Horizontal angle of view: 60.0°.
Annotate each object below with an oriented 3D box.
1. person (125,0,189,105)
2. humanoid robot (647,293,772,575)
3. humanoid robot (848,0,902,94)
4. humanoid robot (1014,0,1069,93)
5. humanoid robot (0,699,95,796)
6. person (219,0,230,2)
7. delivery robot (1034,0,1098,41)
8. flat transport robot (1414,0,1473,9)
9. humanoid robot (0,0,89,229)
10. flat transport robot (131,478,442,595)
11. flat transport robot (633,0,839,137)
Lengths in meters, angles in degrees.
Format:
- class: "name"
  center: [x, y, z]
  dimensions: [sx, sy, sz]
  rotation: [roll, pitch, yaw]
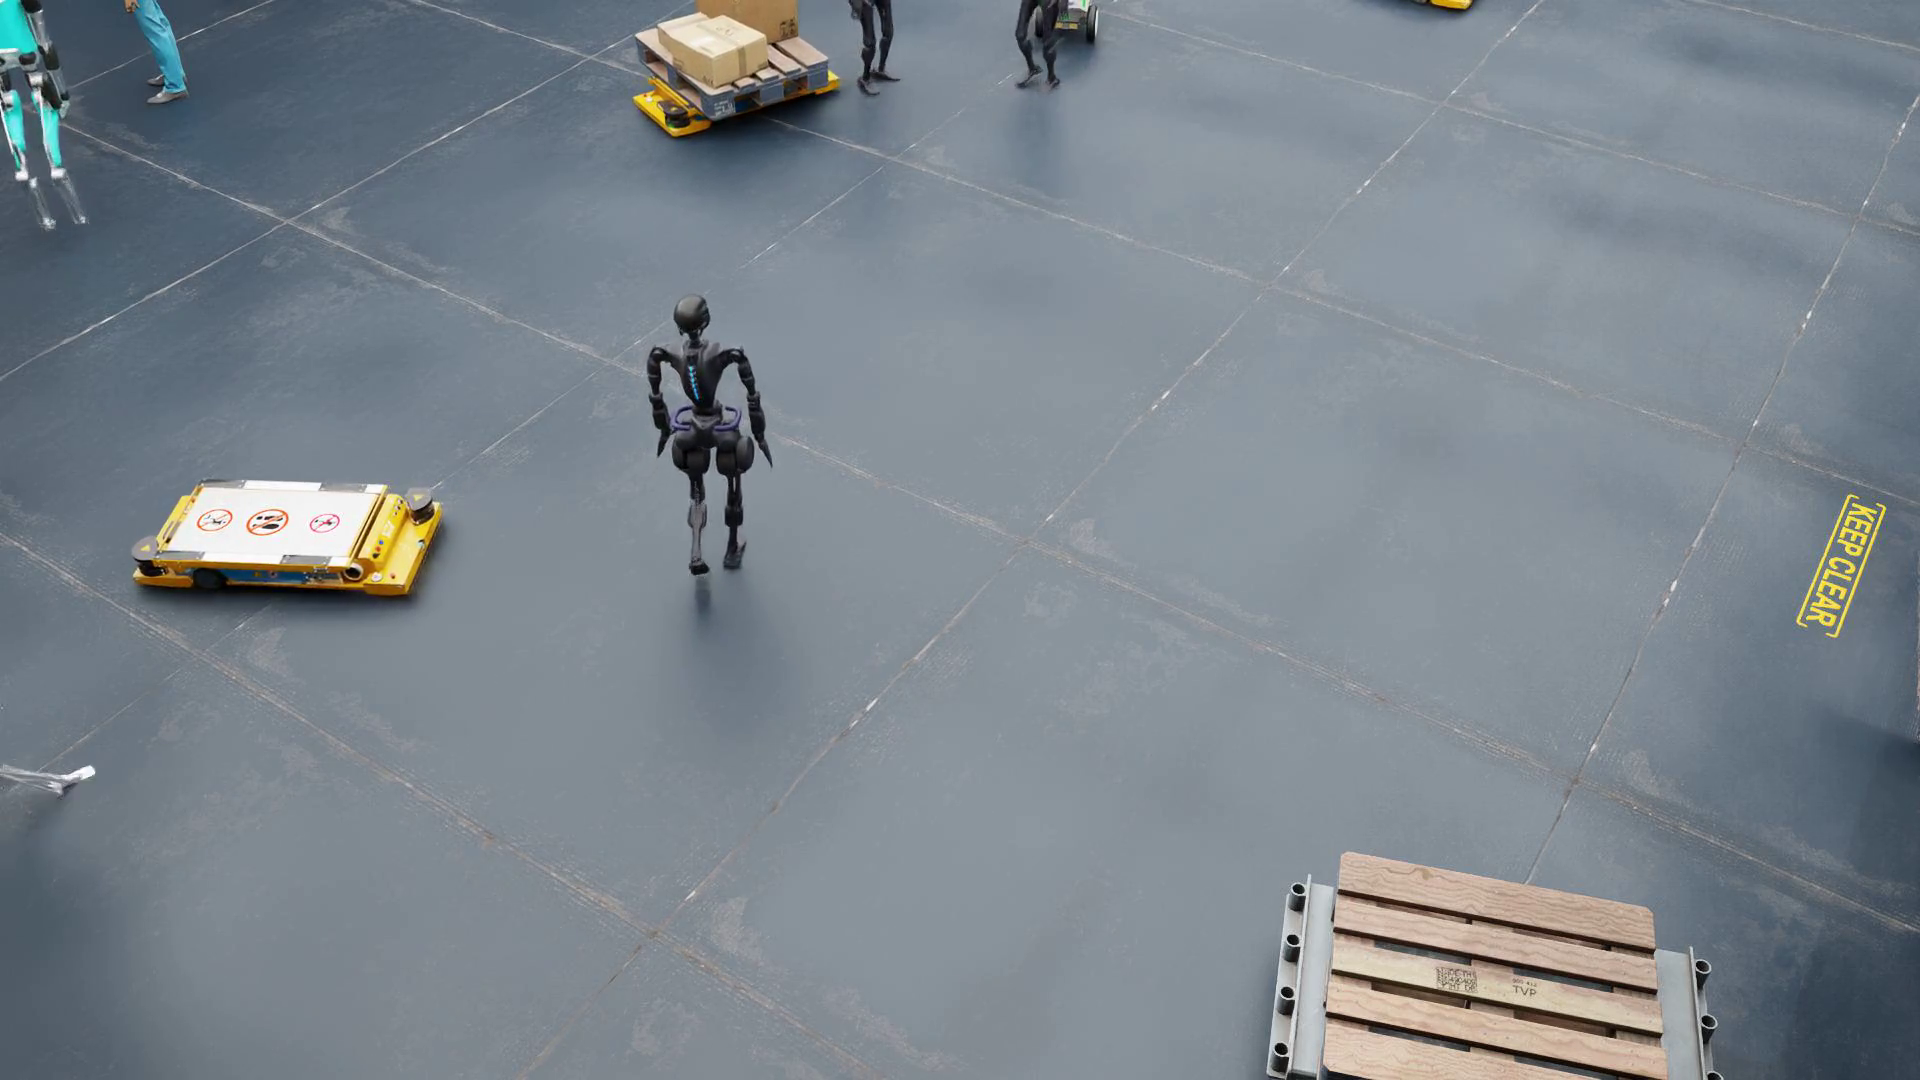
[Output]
- class: "person"
  center: [-6.056, -4.123, 12.215]
  dimensions: [0.391, 1.838, 0.563]
  rotation: [-12, 43, -13]
- class: "humanoid robot"
  center: [-1.252, -0.473, 8.253]
  dimensions: [0.599, 1.639, 0.483]
  rotation: [3, 42, 3]
- class: "humanoid robot"
  center: [-0.635, -4.167, 12.382]
  dimensions: [0.325, 1.656, 0.601]
  rotation: [25, 47, 25]
- class: "humanoid robot"
  center: [0.613, -4.142, 12.362]
  dimensions: [0.325, 1.652, 0.609]
  rotation: [-33, 51, -31]
- class: "humanoid robot"
  center: [-4.381, 0.640, 6.978]
  dimensions: [0.538, 1.779, 0.842]
  rotation: [28, 49, 28]
- class: "person"
  center: [-5.959, -5.288, 13.630]
  dimensions: [0.937, 1.693, 0.472]
  rotation: [-11, 43, -12]
- class: "delivery robot"
  center: [0.891, -4.418, 13.507]
  dimensions: [0.499, 0.592, 0.774]
  rotation: [6, 42, 6]
- class: "flat transport robot"
  center: [3.735, -4.875, 14.235]
  dimensions: [1.431, 0.231, 0.659]
  rotation: [19, 45, 20]
- class: "humanoid robot"
  center: [-6.119, -2.804, 10.841]
  dimensions: [0.536, 1.801, 0.752]
  rotation: [-7, 42, -7]
- class: "flat transport robot"
  center: [-3.549, -0.016, 8.797]
  dimensions: [1.431, 0.231, 0.659]
  rotation: [2, 42, 2]
- class: "flat transport robot"
  center: [-1.698, -3.450, 12.640]
  dimensions: [1.431, 0.231, 0.659]
  rotation: [-25, 47, -25]
